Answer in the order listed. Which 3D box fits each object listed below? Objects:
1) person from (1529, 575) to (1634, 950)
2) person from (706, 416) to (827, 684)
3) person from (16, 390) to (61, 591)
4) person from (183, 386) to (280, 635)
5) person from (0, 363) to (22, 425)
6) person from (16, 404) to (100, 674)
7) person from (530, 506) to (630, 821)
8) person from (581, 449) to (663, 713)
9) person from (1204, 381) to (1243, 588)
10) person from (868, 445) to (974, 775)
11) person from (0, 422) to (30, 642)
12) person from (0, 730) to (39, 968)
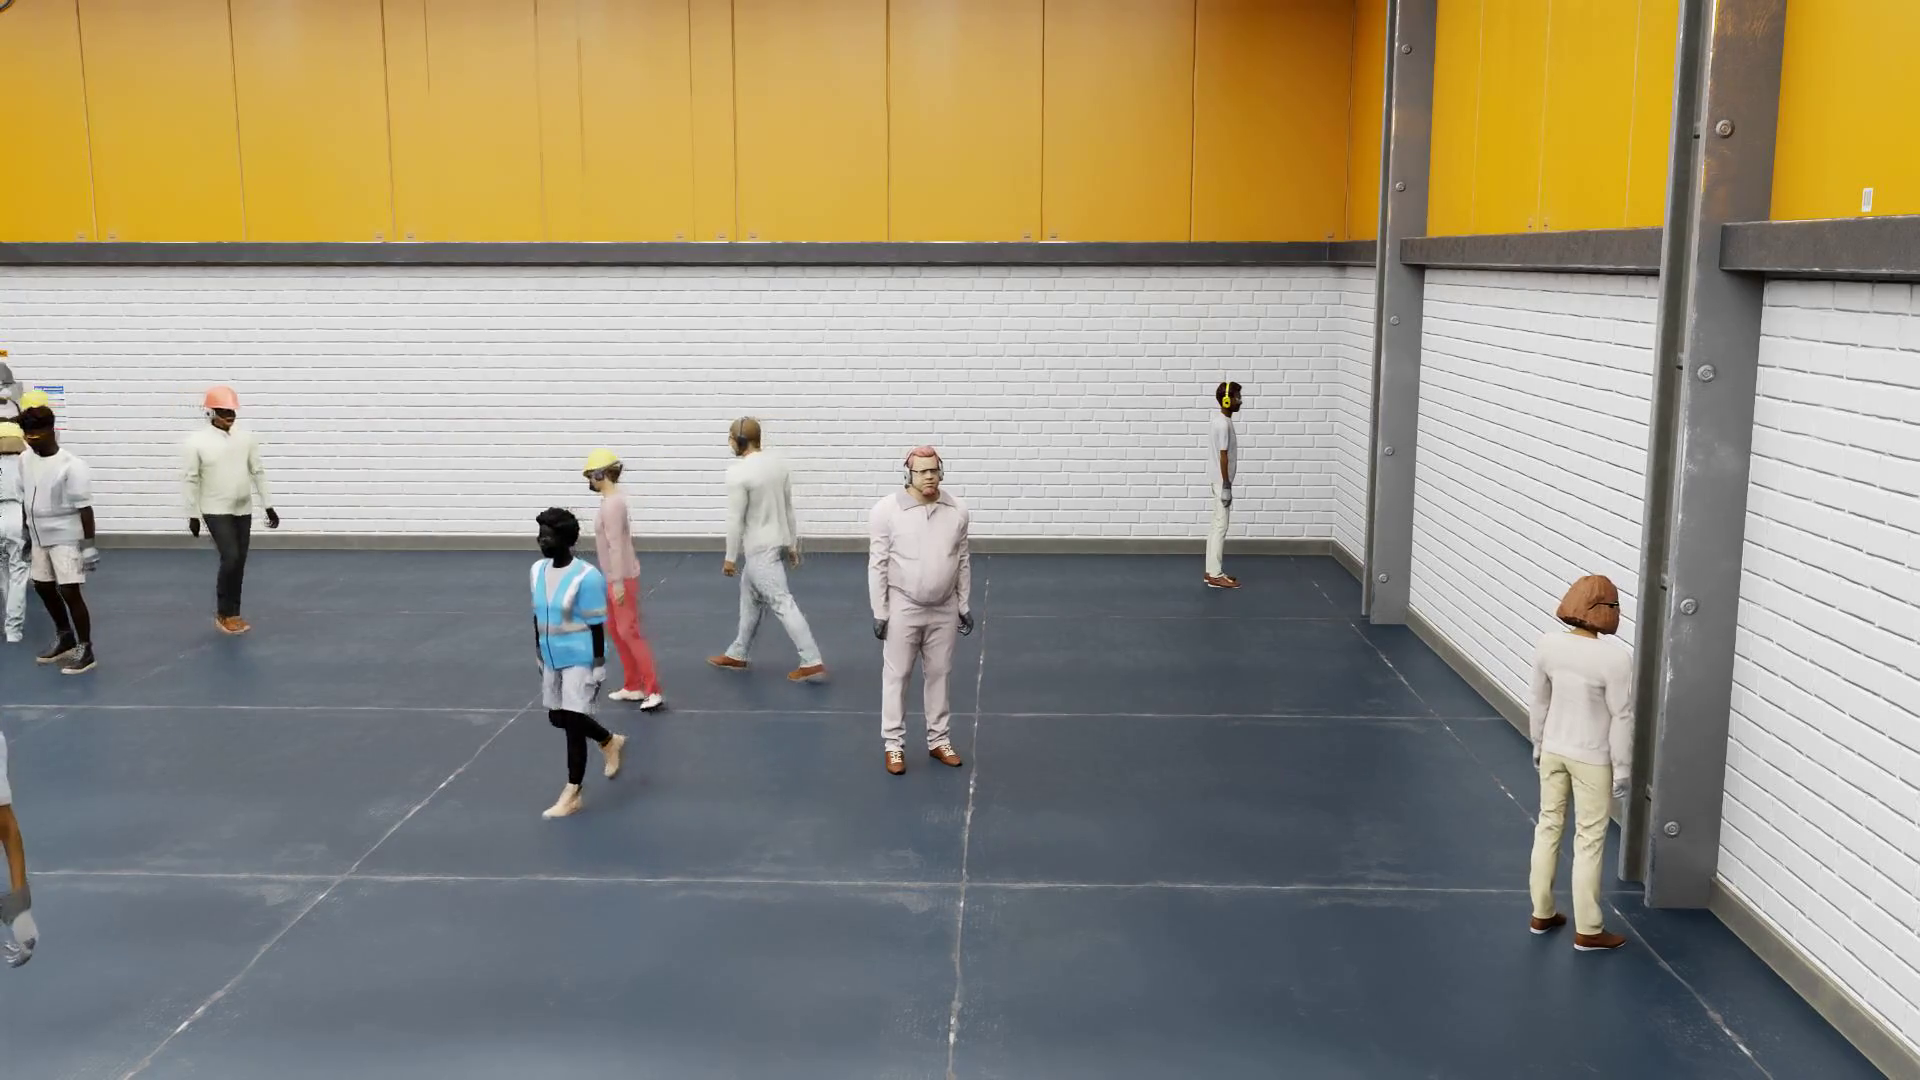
[{"bbox_3d":[2.697,0.956,7.236,0.286,1.632,0.500,-6,11,-29],"label":"person"},{"bbox_3d":[-1.355,0.070,11.742,1.019,1.885,0.629,4,10,20],"label":"person"},{"bbox_3d":[-8.129,-0.421,14.747,0.460,1.815,0.624,1,10,8],"label":"person"},{"bbox_3d":[-5.748,-0.234,13.192,0.597,1.973,0.616,5,11,28],"label":"person"},{"bbox_3d":[-9.138,-0.703,15.755,0.902,2.000,0.677,4,11,24],"label":"person"},{"bbox_3d":[-6.506,-0.017,12.019,0.745,1.944,0.562,4,10,21],"label":"person"},{"bbox_3d":[-2.050,0.631,9.022,0.542,1.680,0.651,7,12,35],"label":"person"},{"bbox_3d":[-2.241,0.265,11.041,0.504,1.727,0.656,-2,10,-12],"label":"person"},{"bbox_3d":[2.402,-0.505,15.100,0.311,1.869,0.533,0,10,2],"label":"person"},{"bbox_3d":[-0.213,0.399,9.689,0.639,1.911,0.406,-4,11,-23],"label":"person"},{"bbox_3d":[-7.449,-0.077,13.085,0.501,1.683,0.807,-3,10,-18],"label":"person"},{"bbox_3d":[-3.203,1.206,5.221,0.520,1.817,0.945,-6,12,-33],"label":"person"}]
